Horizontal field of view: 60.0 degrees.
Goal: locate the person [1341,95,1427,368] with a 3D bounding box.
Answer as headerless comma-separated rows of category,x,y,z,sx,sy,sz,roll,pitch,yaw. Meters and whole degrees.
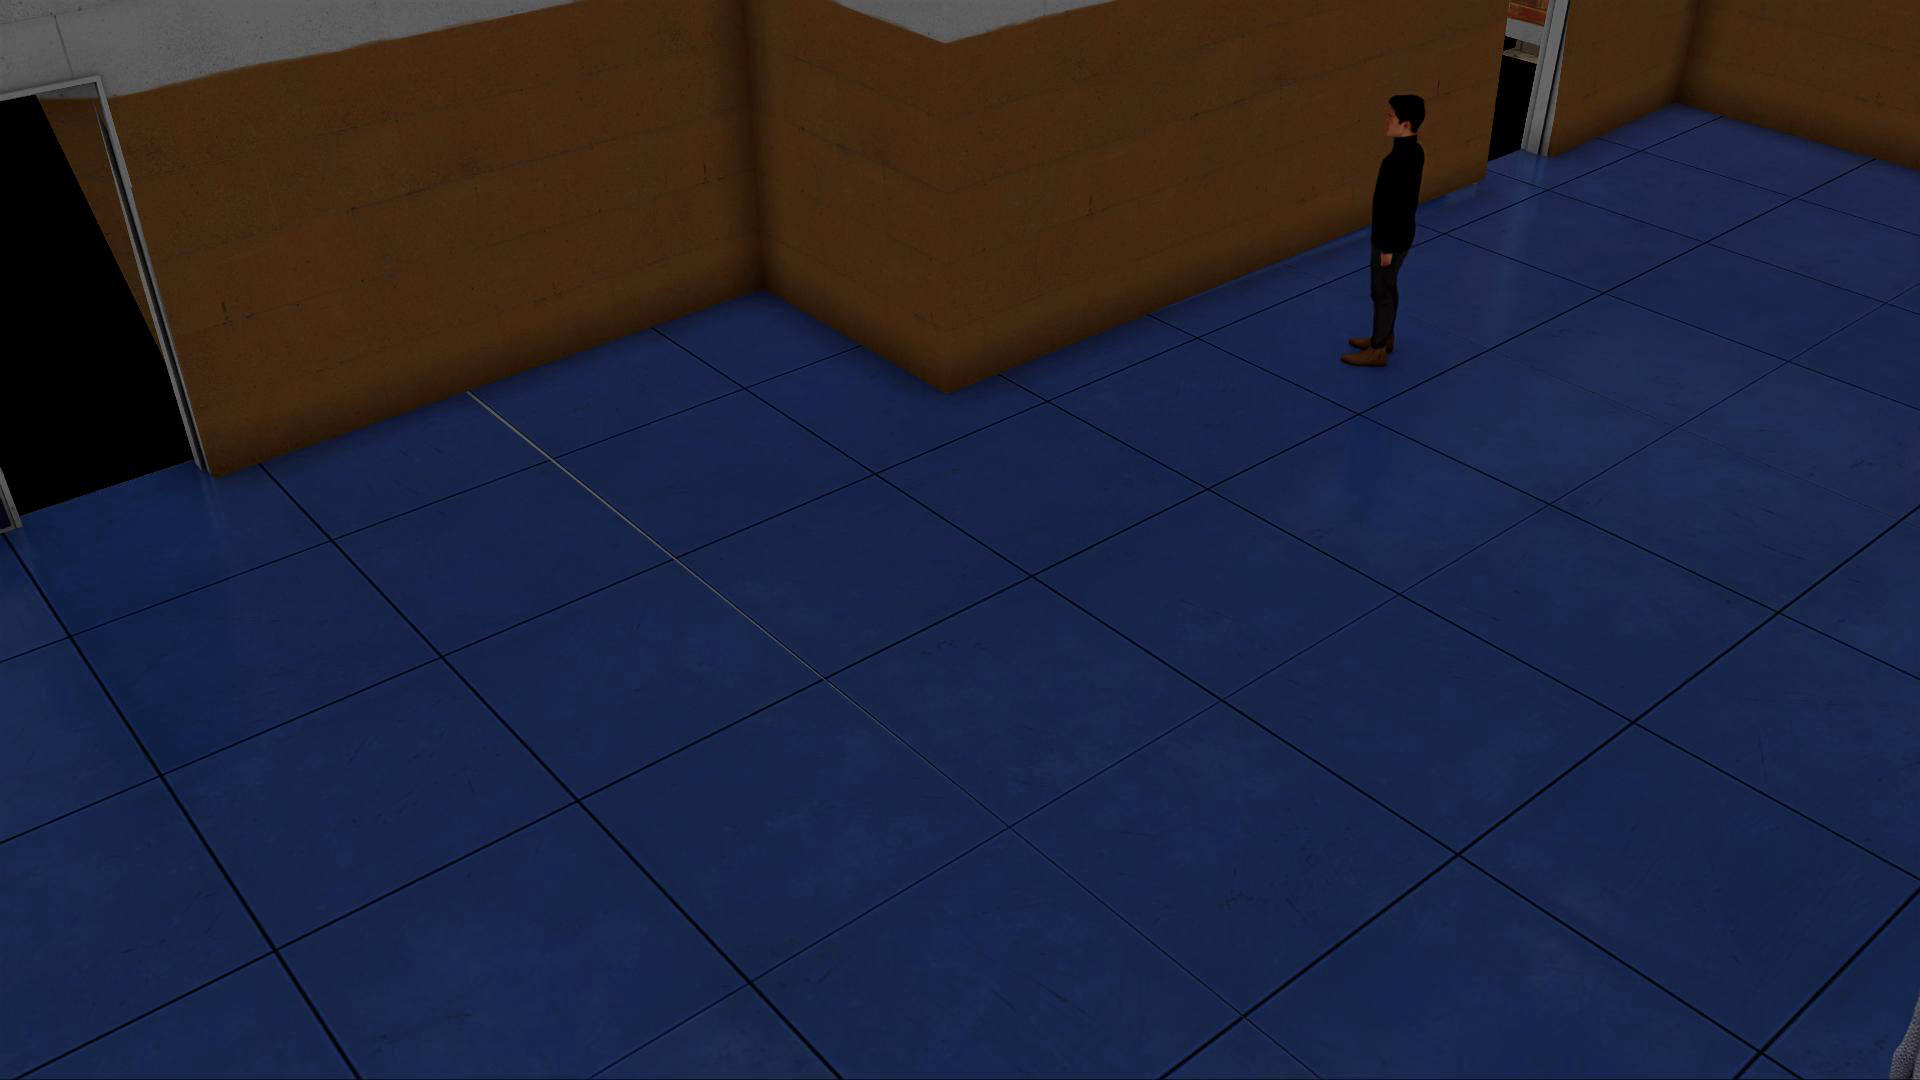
person,2.668,-1.900,10.232,0.740,1.724,0.738,11,35,16
